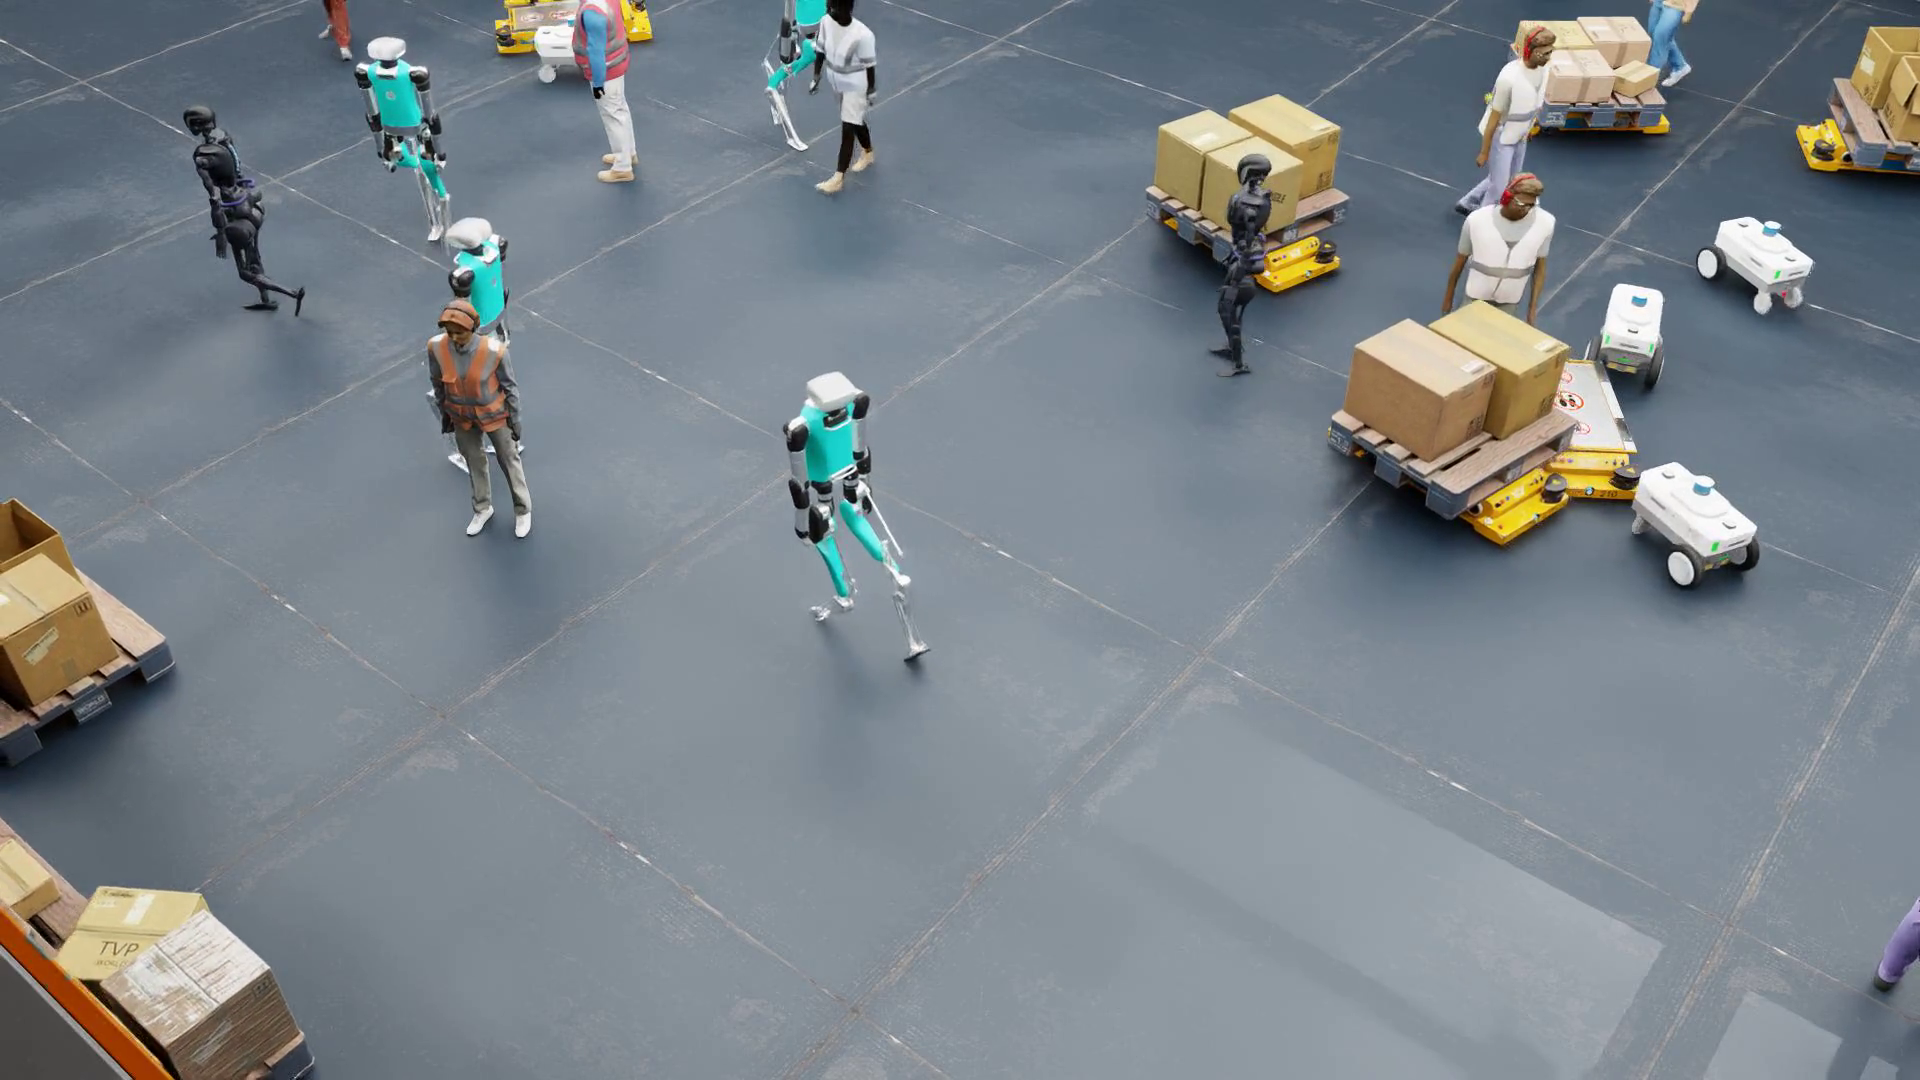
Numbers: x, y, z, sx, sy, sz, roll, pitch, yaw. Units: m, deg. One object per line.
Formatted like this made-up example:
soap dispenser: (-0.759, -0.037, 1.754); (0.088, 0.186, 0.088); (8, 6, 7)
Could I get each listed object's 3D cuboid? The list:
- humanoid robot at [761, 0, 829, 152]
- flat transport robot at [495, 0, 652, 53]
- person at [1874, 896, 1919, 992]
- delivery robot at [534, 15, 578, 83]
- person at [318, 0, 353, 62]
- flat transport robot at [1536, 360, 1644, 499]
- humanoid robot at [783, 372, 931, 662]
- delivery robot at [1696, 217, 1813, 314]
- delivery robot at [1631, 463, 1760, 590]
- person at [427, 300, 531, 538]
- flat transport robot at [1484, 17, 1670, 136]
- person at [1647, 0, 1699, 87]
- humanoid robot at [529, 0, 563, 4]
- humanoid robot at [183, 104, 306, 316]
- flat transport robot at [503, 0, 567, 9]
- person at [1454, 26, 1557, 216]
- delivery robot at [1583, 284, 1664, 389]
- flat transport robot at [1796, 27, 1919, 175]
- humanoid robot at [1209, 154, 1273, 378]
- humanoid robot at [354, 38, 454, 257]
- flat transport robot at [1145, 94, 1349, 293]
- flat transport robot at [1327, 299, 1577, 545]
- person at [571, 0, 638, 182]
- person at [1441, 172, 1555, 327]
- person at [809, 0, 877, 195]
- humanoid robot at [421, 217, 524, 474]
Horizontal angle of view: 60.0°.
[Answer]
humanoid robot: (-1.448, -4.140, 13.856); (0.934, 1.821, 0.568); (31, 49, 31)
flat transport robot: (-3.694, -4.917, 15.862); (1.431, 0.231, 0.659); (-9, 41, -11)
person: (4.454, 1.415, 7.199); (0.387, 1.841, 0.563); (-26, 47, -27)
delivery robot: (-3.457, -4.458, 15.108); (0.803, 0.603, 0.499); (0, 40, 0)
person: (-5.868, -5.304, 15.118); (0.638, 1.817, 1.002); (0, 40, 0)
flat transport robot: (4.017, -0.785, 11.001); (0.659, 0.231, 1.431); (3, 40, 3)
humanoid robot: (-0.514, -0.031, 9.031); (0.531, 1.791, 1.037); (-32, 50, -32)
delivery robot: (5.911, -2.071, 12.288); (0.499, 0.587, 0.777); (-12, 42, -14)
delivery robot: (4.413, -0.112, 9.985); (0.521, 0.588, 0.760); (-16, 43, -18)
person: (-2.837, -0.718, 9.863); (0.512, 1.640, 0.307); (4, 41, 5)
flat transport robot: (5.384, -3.775, 14.519); (1.431, 0.231, 0.659); (0, 40, 0)
person: (6.276, -4.705, 14.503); (0.576, 1.707, 0.535); (-5, 41, -6)
humanoid robot: (-3.966, -5.673, 15.672); (0.543, 1.635, 0.601); (20, 44, 22)
humanoid robot: (-5.008, -2.308, 11.707); (0.562, 1.640, 0.603); (1, 40, 1)
flat transport robot: (-4.156, -5.730, 16.819); (0.659, 0.231, 1.431); (-1, 40, -1)
person: (4.052, -3.038, 12.466); (0.605, 1.810, 0.586); (-30, 49, -31)
delivery robot: (4.657, -1.427, 11.550); (0.516, 0.614, 0.785); (14, 42, 16)
flat transport robot: (7.833, -3.265, 13.919); (1.431, 0.231, 0.659); (7, 41, 8)
humanoid robot: (1.876, -1.833, 11.149); (0.325, 1.654, 0.601); (4, 41, 5)
humanoid robot: (-4.047, -2.969, 12.477); (0.536, 1.831, 0.746); (2, 40, 2)
flat transport robot: (2.206, -2.390, 12.889); (0.659, 0.231, 1.431); (-24, 46, -26)
flat transport robot: (3.121, -0.514, 10.682); (0.659, 0.231, 1.431); (-27, 47, -28)
person: (-2.858, -3.772, 13.314); (0.431, 1.837, 0.630); (-1, 40, -1)
person: (3.411, -1.552, 10.704); (0.581, 1.819, 0.456); (2, 40, 2)
person: (-0.959, -3.593, 13.243); (0.527, 1.649, 0.851); (32, 50, 32)
humanoid robot: (-3.125, -1.235, 10.373); (0.759, 1.745, 0.531); (11, 42, 13)
